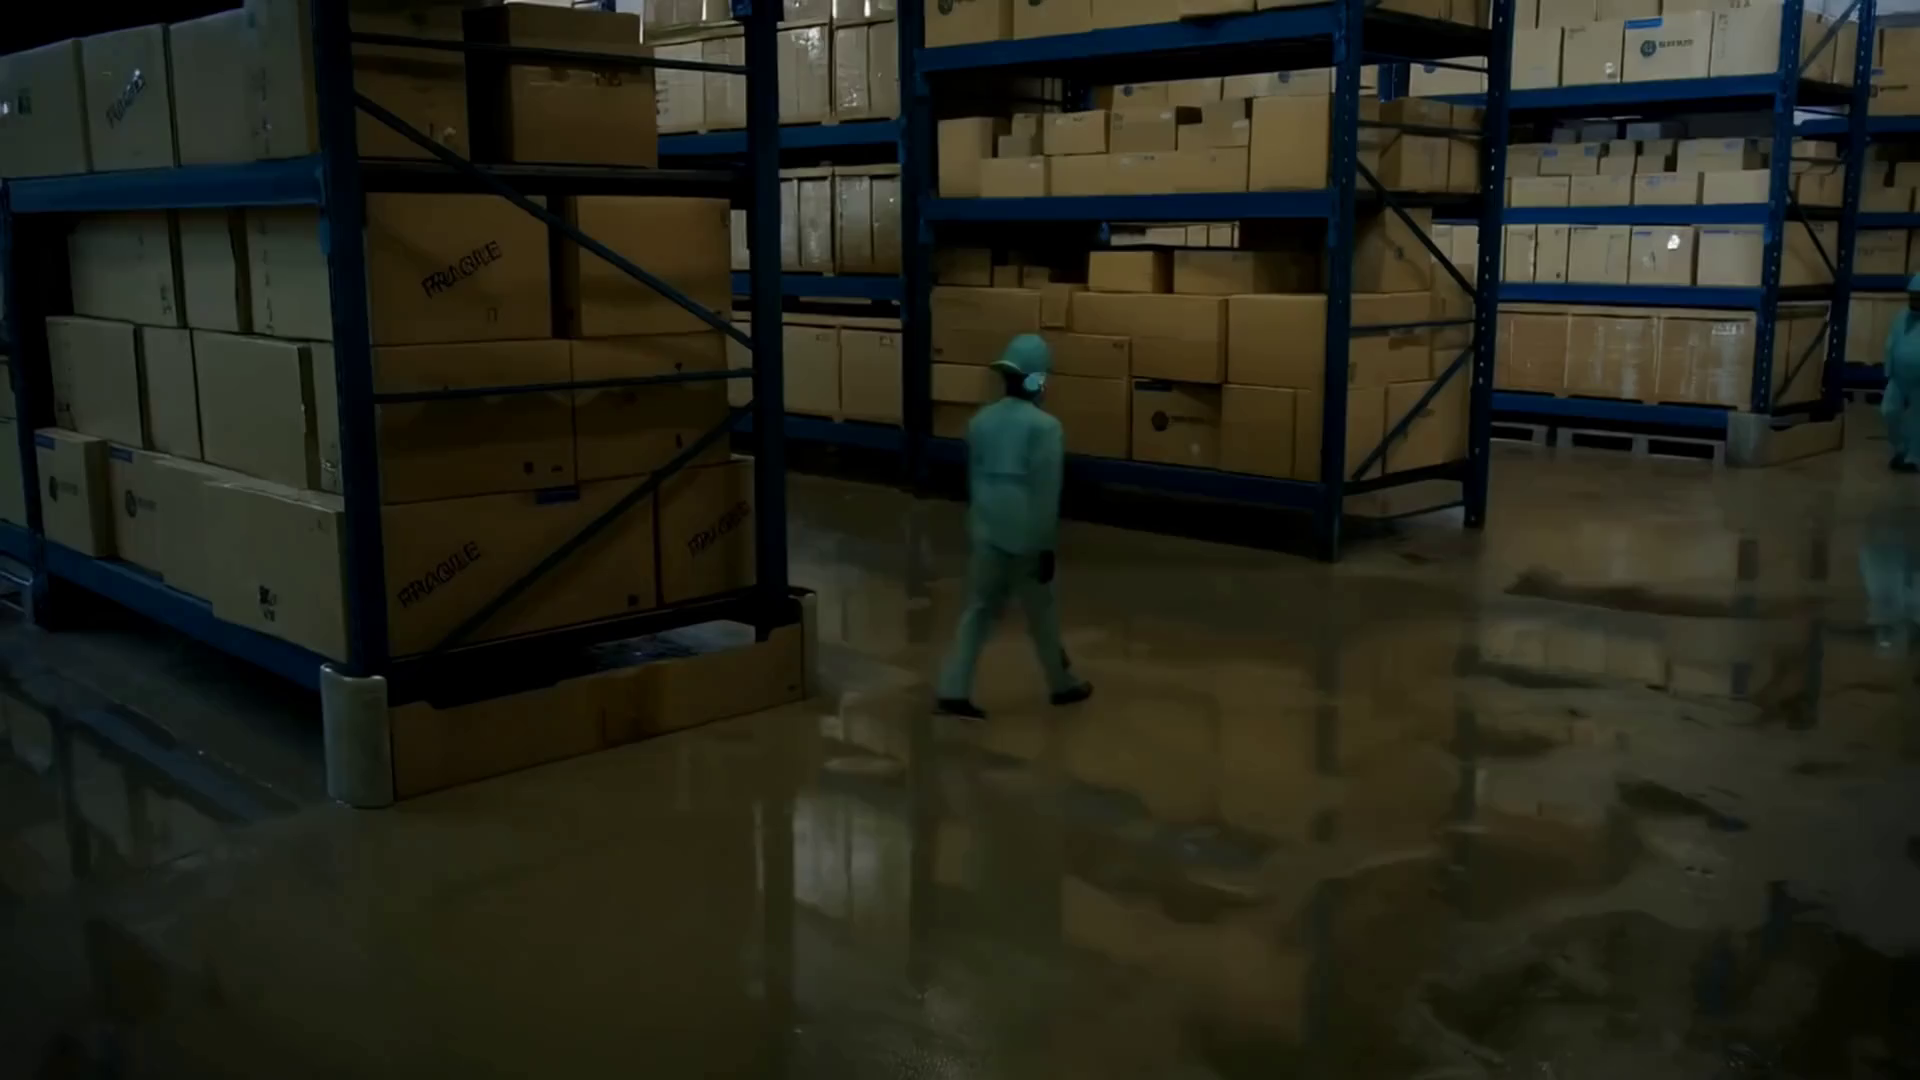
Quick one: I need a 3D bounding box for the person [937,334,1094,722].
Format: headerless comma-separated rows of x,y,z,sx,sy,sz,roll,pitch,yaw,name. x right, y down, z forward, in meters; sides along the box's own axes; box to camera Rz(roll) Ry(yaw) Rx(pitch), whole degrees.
0.229,-0.051,7.325,0.576,1.712,0.882,10,14,44,person

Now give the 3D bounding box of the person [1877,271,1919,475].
8.508,-1.484,14.832,0.424,1.818,0.620,-5,12,-25,person
